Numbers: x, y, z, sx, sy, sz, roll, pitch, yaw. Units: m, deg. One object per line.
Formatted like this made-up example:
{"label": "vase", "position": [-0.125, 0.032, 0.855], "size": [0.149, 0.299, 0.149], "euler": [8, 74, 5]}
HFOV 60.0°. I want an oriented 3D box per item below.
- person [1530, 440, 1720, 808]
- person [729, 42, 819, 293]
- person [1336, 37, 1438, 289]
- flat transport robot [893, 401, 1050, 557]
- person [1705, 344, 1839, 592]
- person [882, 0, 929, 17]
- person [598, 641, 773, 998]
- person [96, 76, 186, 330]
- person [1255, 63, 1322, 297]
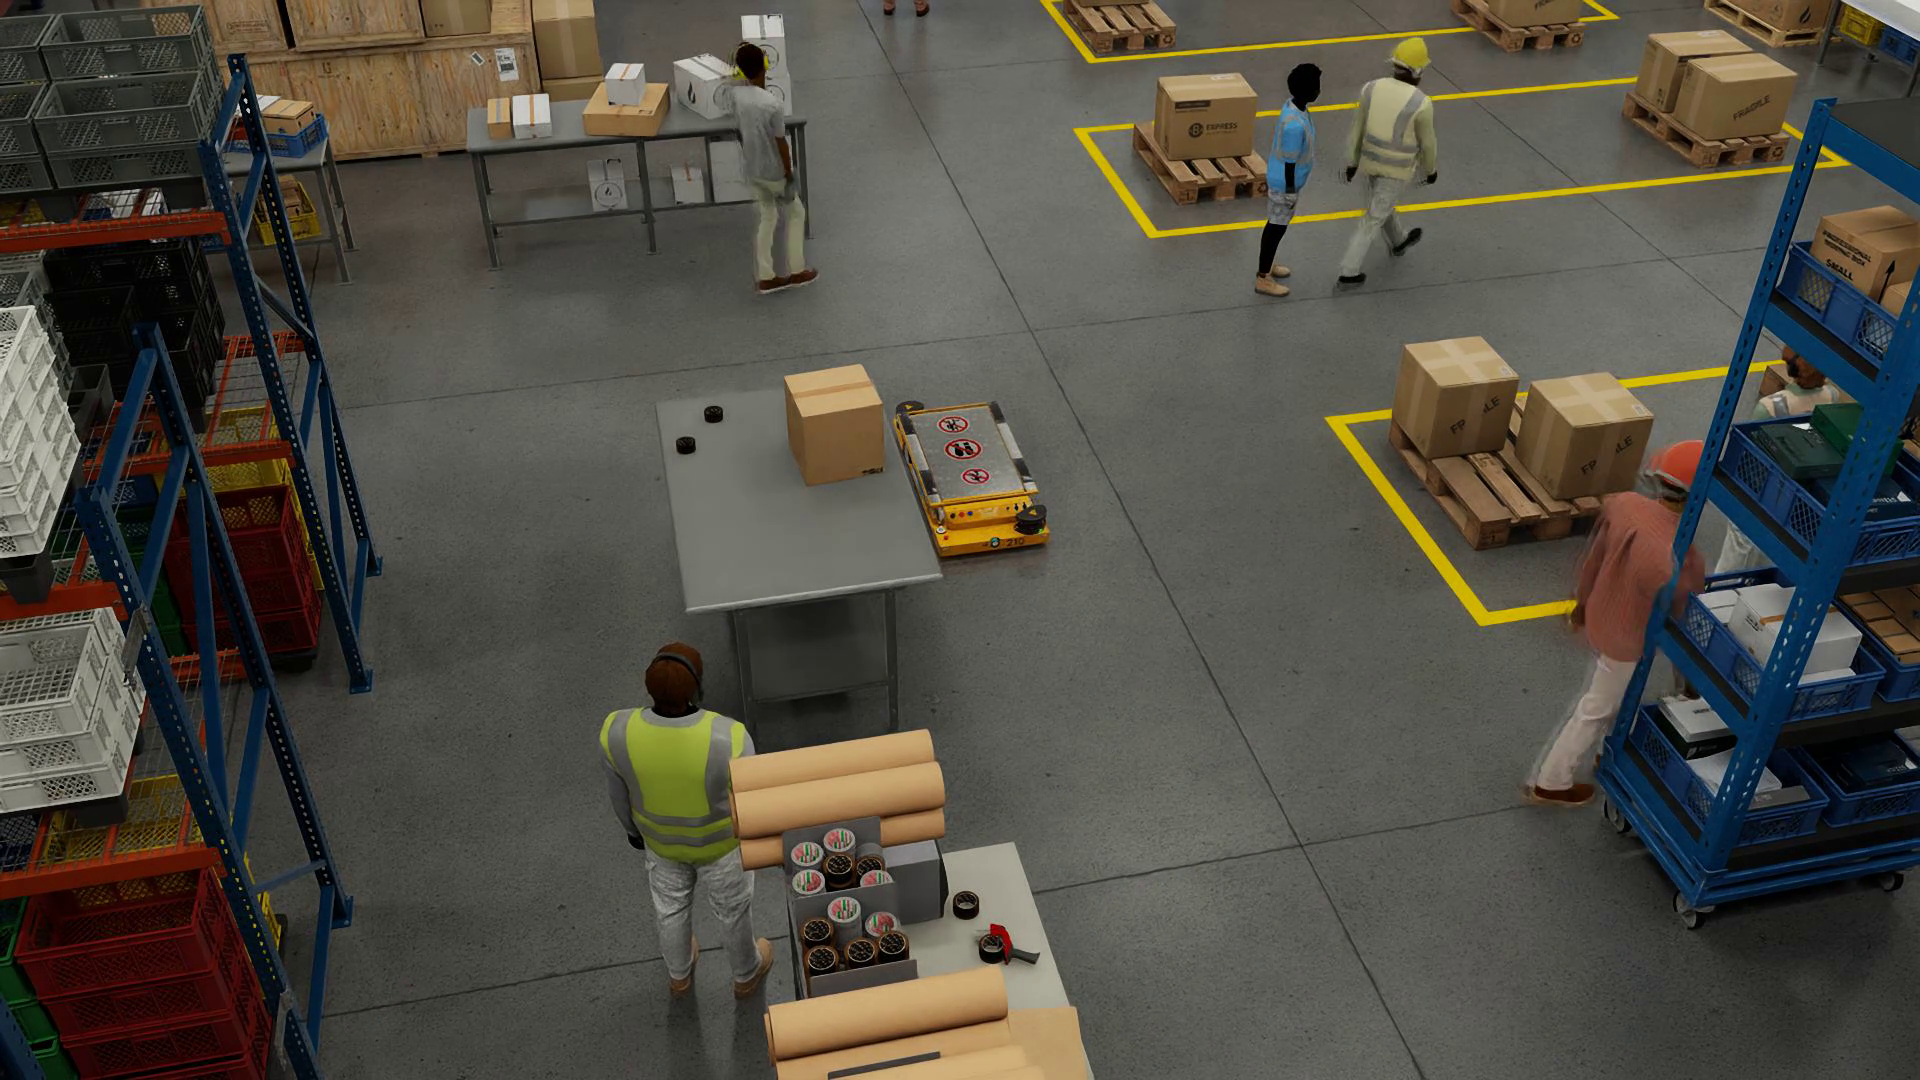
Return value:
{"label": "person", "position": [3.145, 0.419, 7.561], "size": [0.872, 1.950, 0.655], "euler": [-5, 37, -7]}
{"label": "person", "position": [-1.272, -2.632, 11.765], "size": [0.537, 1.839, 0.606], "euler": [27, 44, 31]}
{"label": "person", "position": [3.119, -2.717, 11.926], "size": [0.996, 1.771, 0.590], "euler": [-22, 42, -27]}
{"label": "flat transport robot", "position": [0.046, -0.430, 10.108], "size": [0.652, 0.197, 1.431], "euler": [-8, 37, -10]}
{"label": "person", "position": [4.302, -0.327, 8.838], "size": [0.504, 1.631, 0.311], "euler": [-11, 38, -15]}
{"label": "person", "position": [-0.550, -6.180, 16.489], "size": [0.639, 1.898, 0.397], "euler": [6, 37, 8]}
{"label": "person", "position": [-1.064, 1.151, 6.678], "size": [0.625, 1.844, 0.429], "euler": [3, 37, 5]}
{"label": "person", "position": [-5.560, -2.231, 11.185], "size": [0.354, 1.887, 0.573], "euler": [-6, 37, -8]}
{"label": "person", "position": [2.324, -2.552, 11.778], "size": [0.320, 1.692, 0.533], "euler": [6, 37, 8]}
